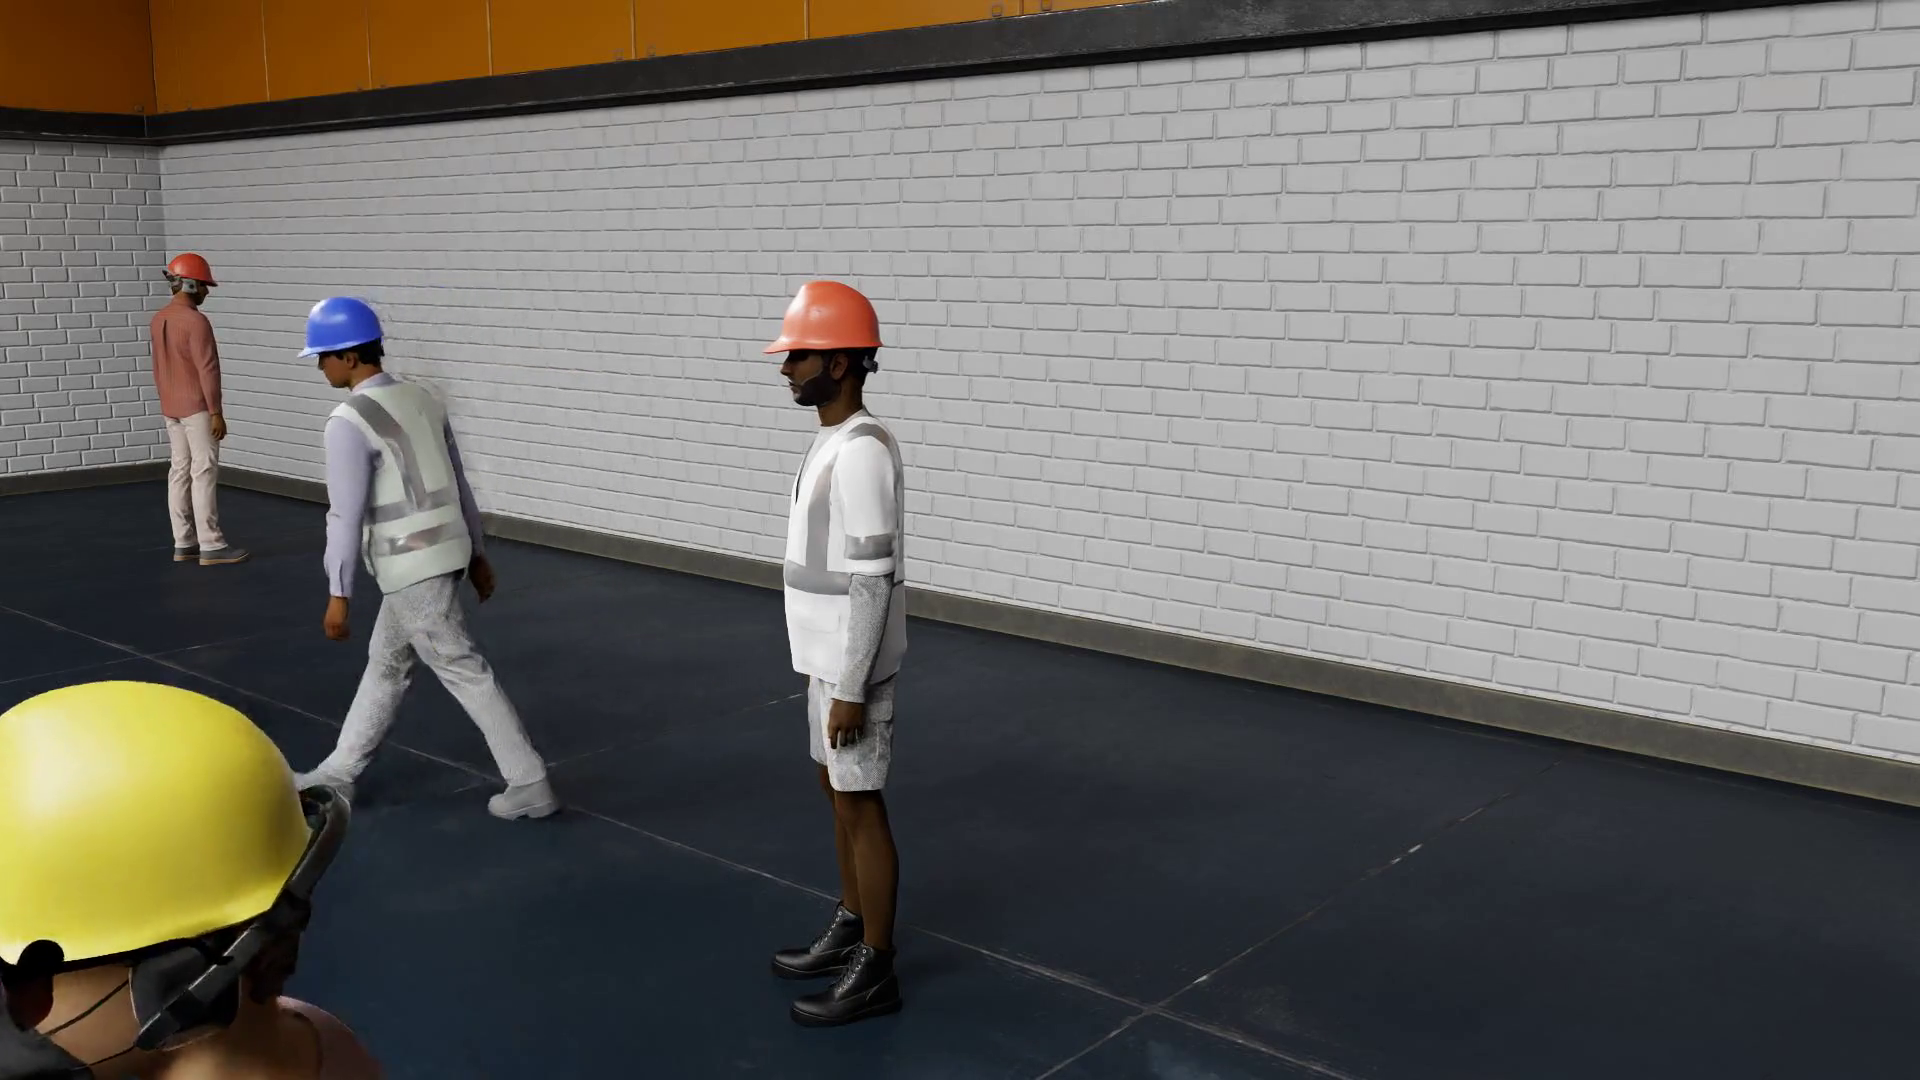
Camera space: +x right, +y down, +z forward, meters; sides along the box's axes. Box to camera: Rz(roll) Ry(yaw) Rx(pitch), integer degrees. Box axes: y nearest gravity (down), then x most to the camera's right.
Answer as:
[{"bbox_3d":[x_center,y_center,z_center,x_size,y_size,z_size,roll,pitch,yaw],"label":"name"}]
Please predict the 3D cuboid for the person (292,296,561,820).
[{"bbox_3d":[-1.918,0.091,5.805,1.085,1.858,0.615,1,10,5],"label":"person"}]

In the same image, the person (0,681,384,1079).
[{"bbox_3d":[-0.566,0.947,1.300,0.864,1.723,0.539,-3,10,-18],"label":"person"}]

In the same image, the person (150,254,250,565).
[{"bbox_3d":[-4.911,-0.834,10.687,0.611,1.985,0.393,7,12,35],"label":"person"}]

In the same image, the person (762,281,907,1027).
[{"bbox_3d":[-0.324,0.300,4.368,0.357,1.938,0.545,-2,10,-14],"label":"person"}]
